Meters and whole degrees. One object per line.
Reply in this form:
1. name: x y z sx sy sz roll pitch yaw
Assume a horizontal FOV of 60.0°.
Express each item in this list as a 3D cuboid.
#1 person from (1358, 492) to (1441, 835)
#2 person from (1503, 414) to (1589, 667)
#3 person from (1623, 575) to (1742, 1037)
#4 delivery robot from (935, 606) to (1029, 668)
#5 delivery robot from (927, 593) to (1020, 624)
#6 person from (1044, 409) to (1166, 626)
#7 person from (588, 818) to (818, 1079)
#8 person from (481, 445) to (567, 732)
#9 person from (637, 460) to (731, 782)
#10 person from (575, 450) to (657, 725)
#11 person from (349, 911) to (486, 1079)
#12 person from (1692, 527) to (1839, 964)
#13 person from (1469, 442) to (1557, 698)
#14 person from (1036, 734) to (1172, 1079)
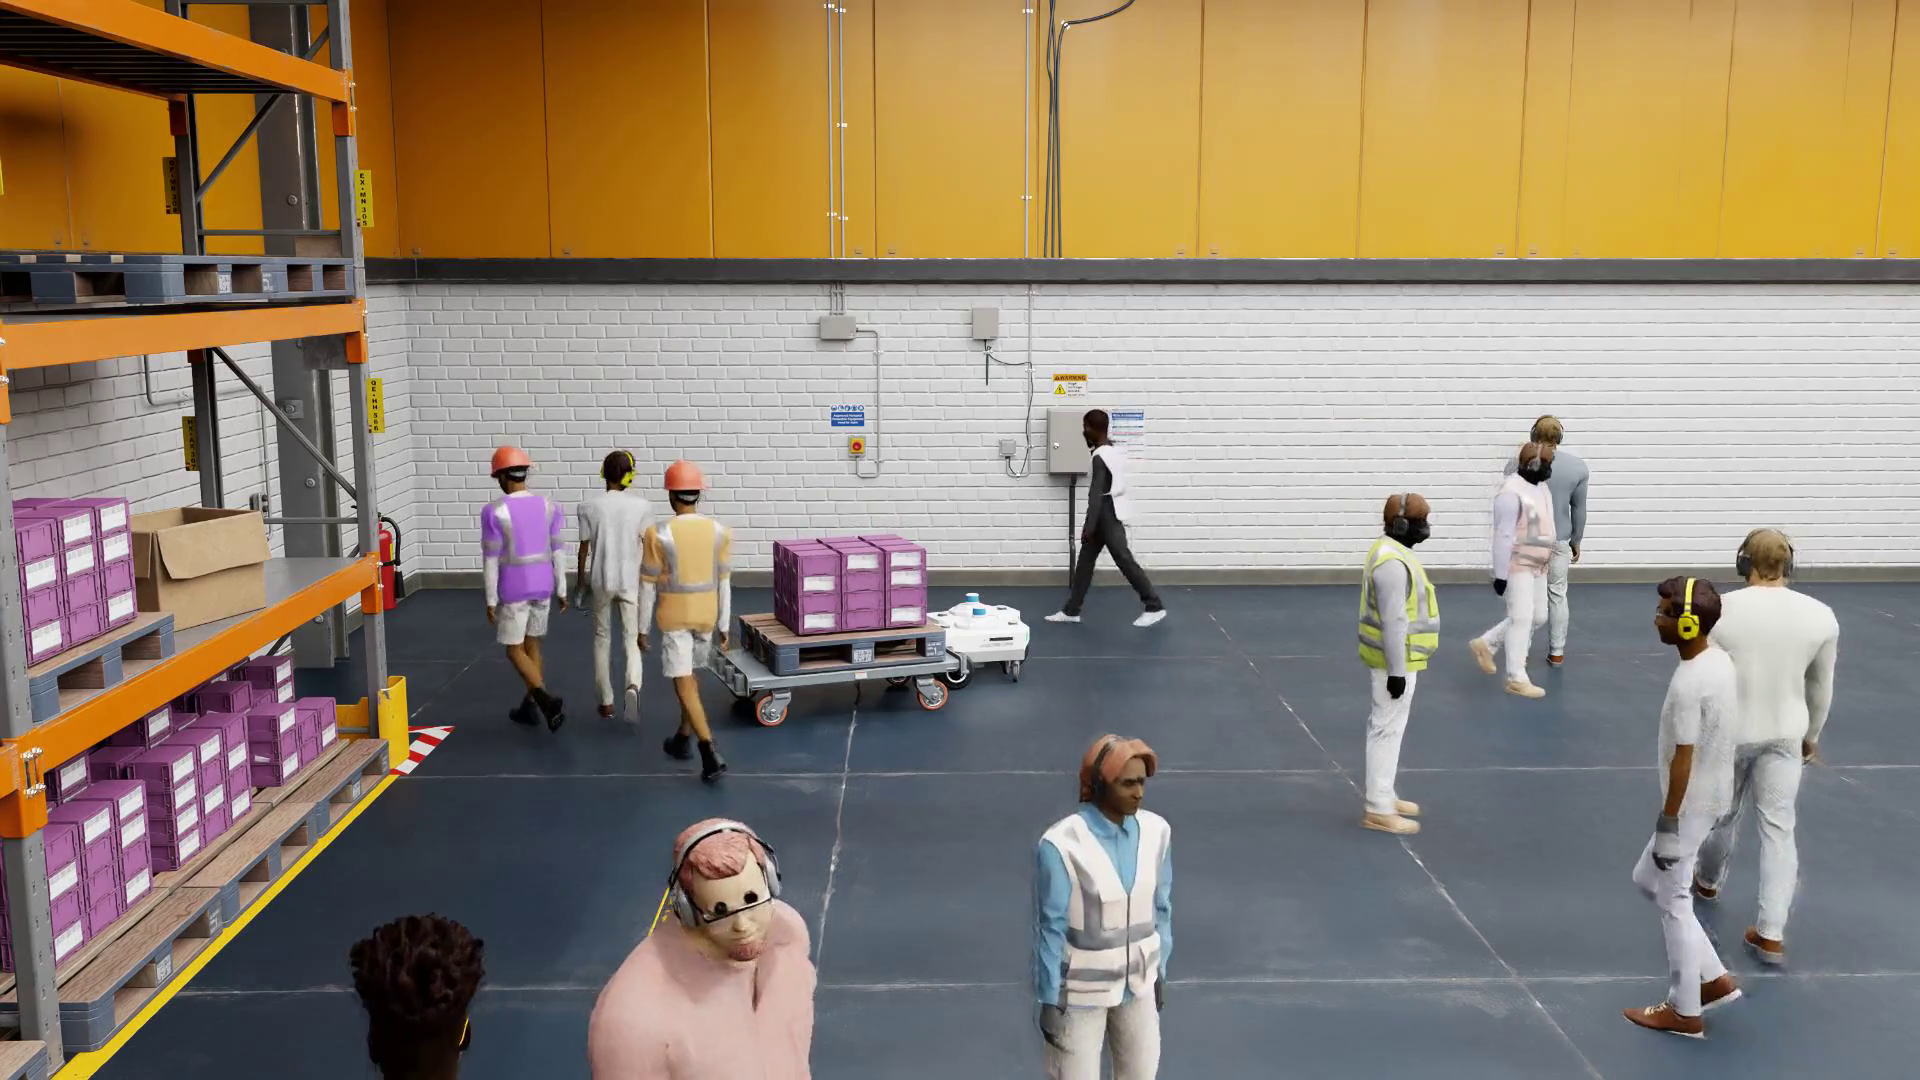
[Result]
1. person: 2.379 0.652 9.035 0.429 1.841 0.633 2 10 14
2. person: 4.429 0.012 12.663 0.629 1.940 0.372 1 9 4
3. person: 2.823 1.052 6.543 0.389 1.853 0.568 7 11 35
4. delivery robot: 0.143 0.728 12.216 0.707 0.478 0.477 -2 9 -14
5. delivery robot: 0.092 0.650 12.694 0.707 0.478 0.477 -5 10 -28
6. person: 1.276 -0.182 14.134 1.039 1.863 0.613 2 9 10
7. person: -0.575 1.498 3.781 0.655 1.866 0.663 8 12 40
8. person: -2.795 0.334 10.831 0.565 1.898 0.764 -9 13 -43
9. person: -1.618 0.473 9.970 0.558 1.902 0.946 -6 11 -33
10. person: -2.293 0.324 11.077 0.545 1.841 0.717 -3 10 -15
11. person: -0.868 1.622 2.815 0.626 1.942 0.734 -3 10 -19
12. person: 3.601 0.876 7.552 0.645 1.880 1.038 1 9 9
13. person: 3.991 0.189 11.957 0.569 1.816 0.658 8 12 41
14. person: 0.419 1.383 5.223 0.525 1.617 0.553 -6 11 -31
